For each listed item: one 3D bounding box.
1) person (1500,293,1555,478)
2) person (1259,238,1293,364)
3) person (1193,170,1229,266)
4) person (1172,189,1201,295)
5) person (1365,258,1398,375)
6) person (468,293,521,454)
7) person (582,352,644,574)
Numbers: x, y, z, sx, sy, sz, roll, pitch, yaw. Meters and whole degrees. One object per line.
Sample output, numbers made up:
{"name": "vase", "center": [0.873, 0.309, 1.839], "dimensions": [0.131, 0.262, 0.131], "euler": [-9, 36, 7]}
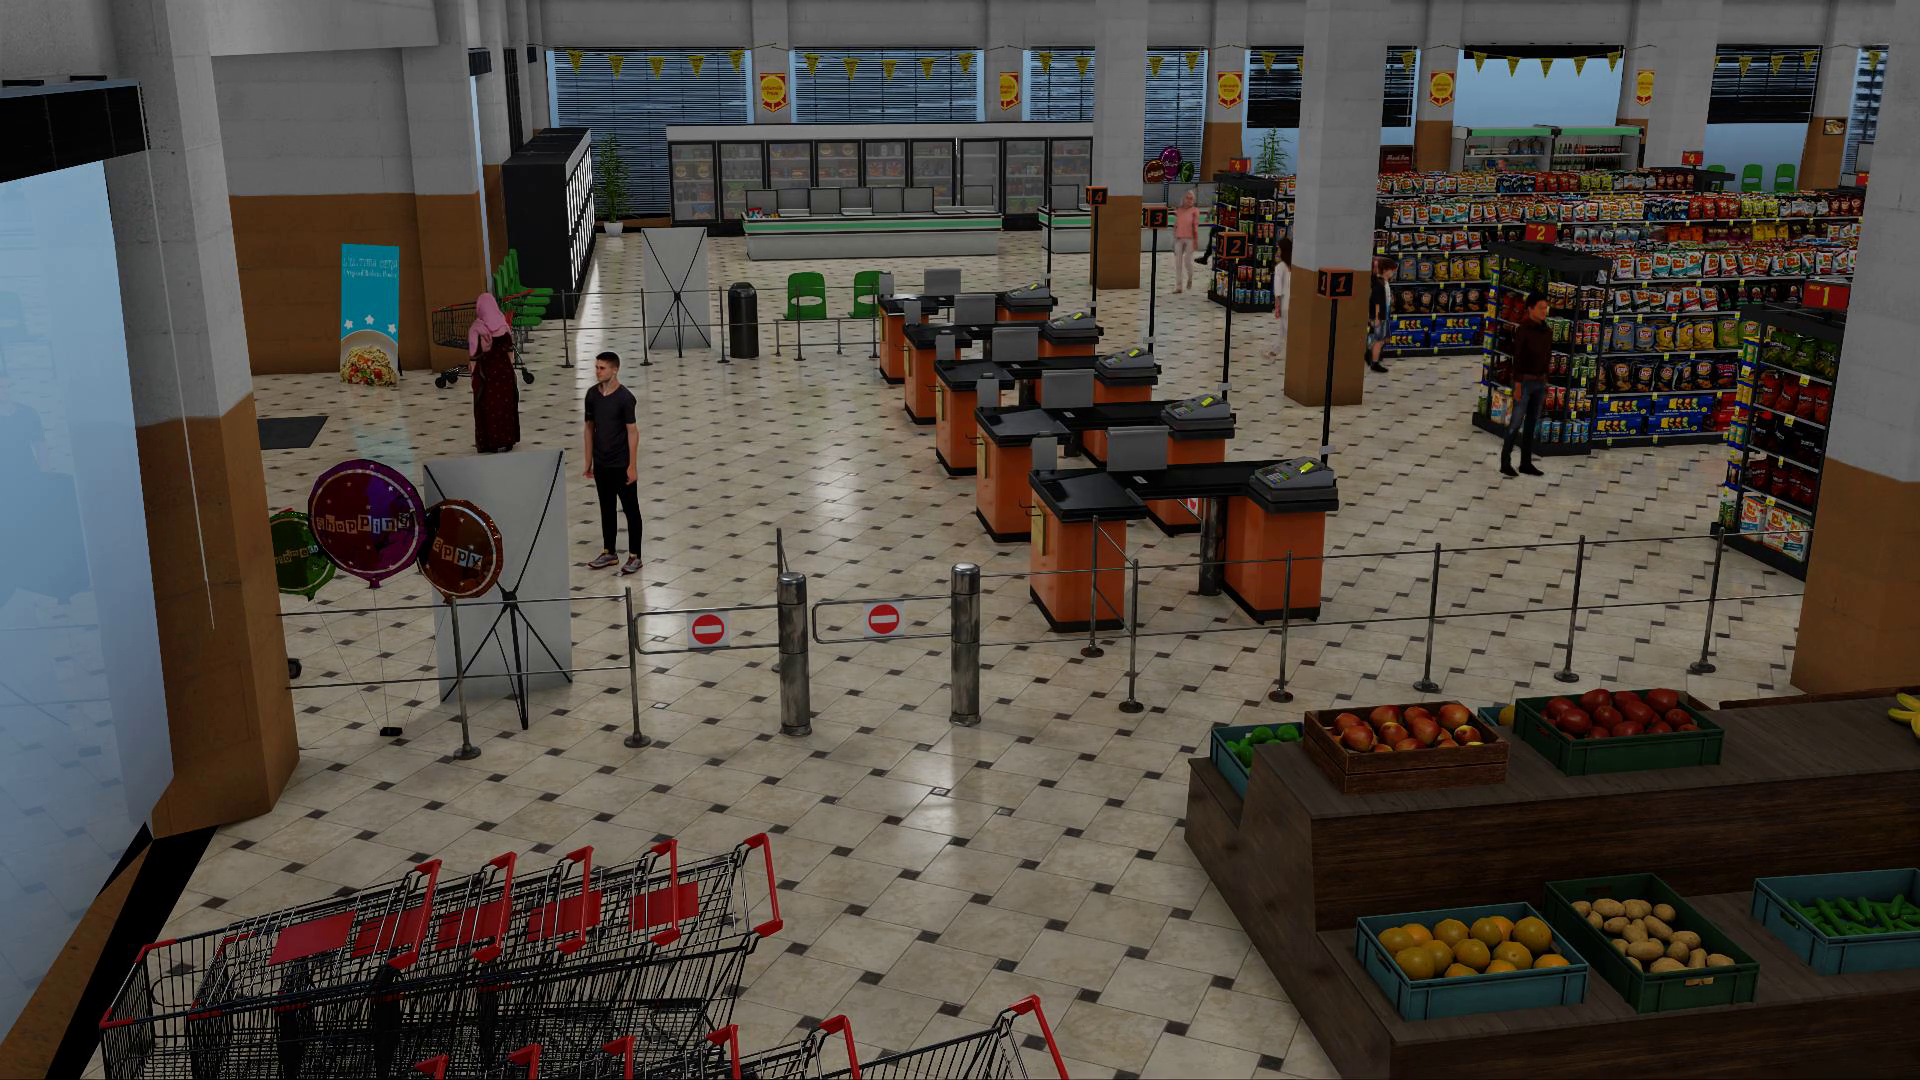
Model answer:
{"name": "person", "center": [5.472, -1.507, 16.061], "dimensions": [0.627, 1.783, 0.783], "euler": [-9, 19, -28]}
{"name": "person", "center": [4.239, -2.956, 21.081], "dimensions": [1.051, 1.639, 1.028], "euler": [-15, 23, -41]}
{"name": "person", "center": [4.887, -5.969, 30.875], "dimensions": [1.143, 1.715, 0.607], "euler": [-3, 17, -11]}
{"name": "person", "center": [3.762, -4.921, 27.431], "dimensions": [0.795, 1.709, 0.857], "euler": [12, 20, 34]}
{"name": "person", "center": [5.267, -2.840, 21.045], "dimensions": [0.779, 1.438, 0.711], "euler": [10, 19, 29]}
{"name": "person", "center": [-4.774, -1.713, 16.990], "dimensions": [0.702, 1.638, 0.817], "euler": [-12, 21, -35]}
{"name": "person", "center": [-2.732, -0.619, 13.170], "dimensions": [0.674, 1.763, 0.778], "euler": [8, 19, 24]}
